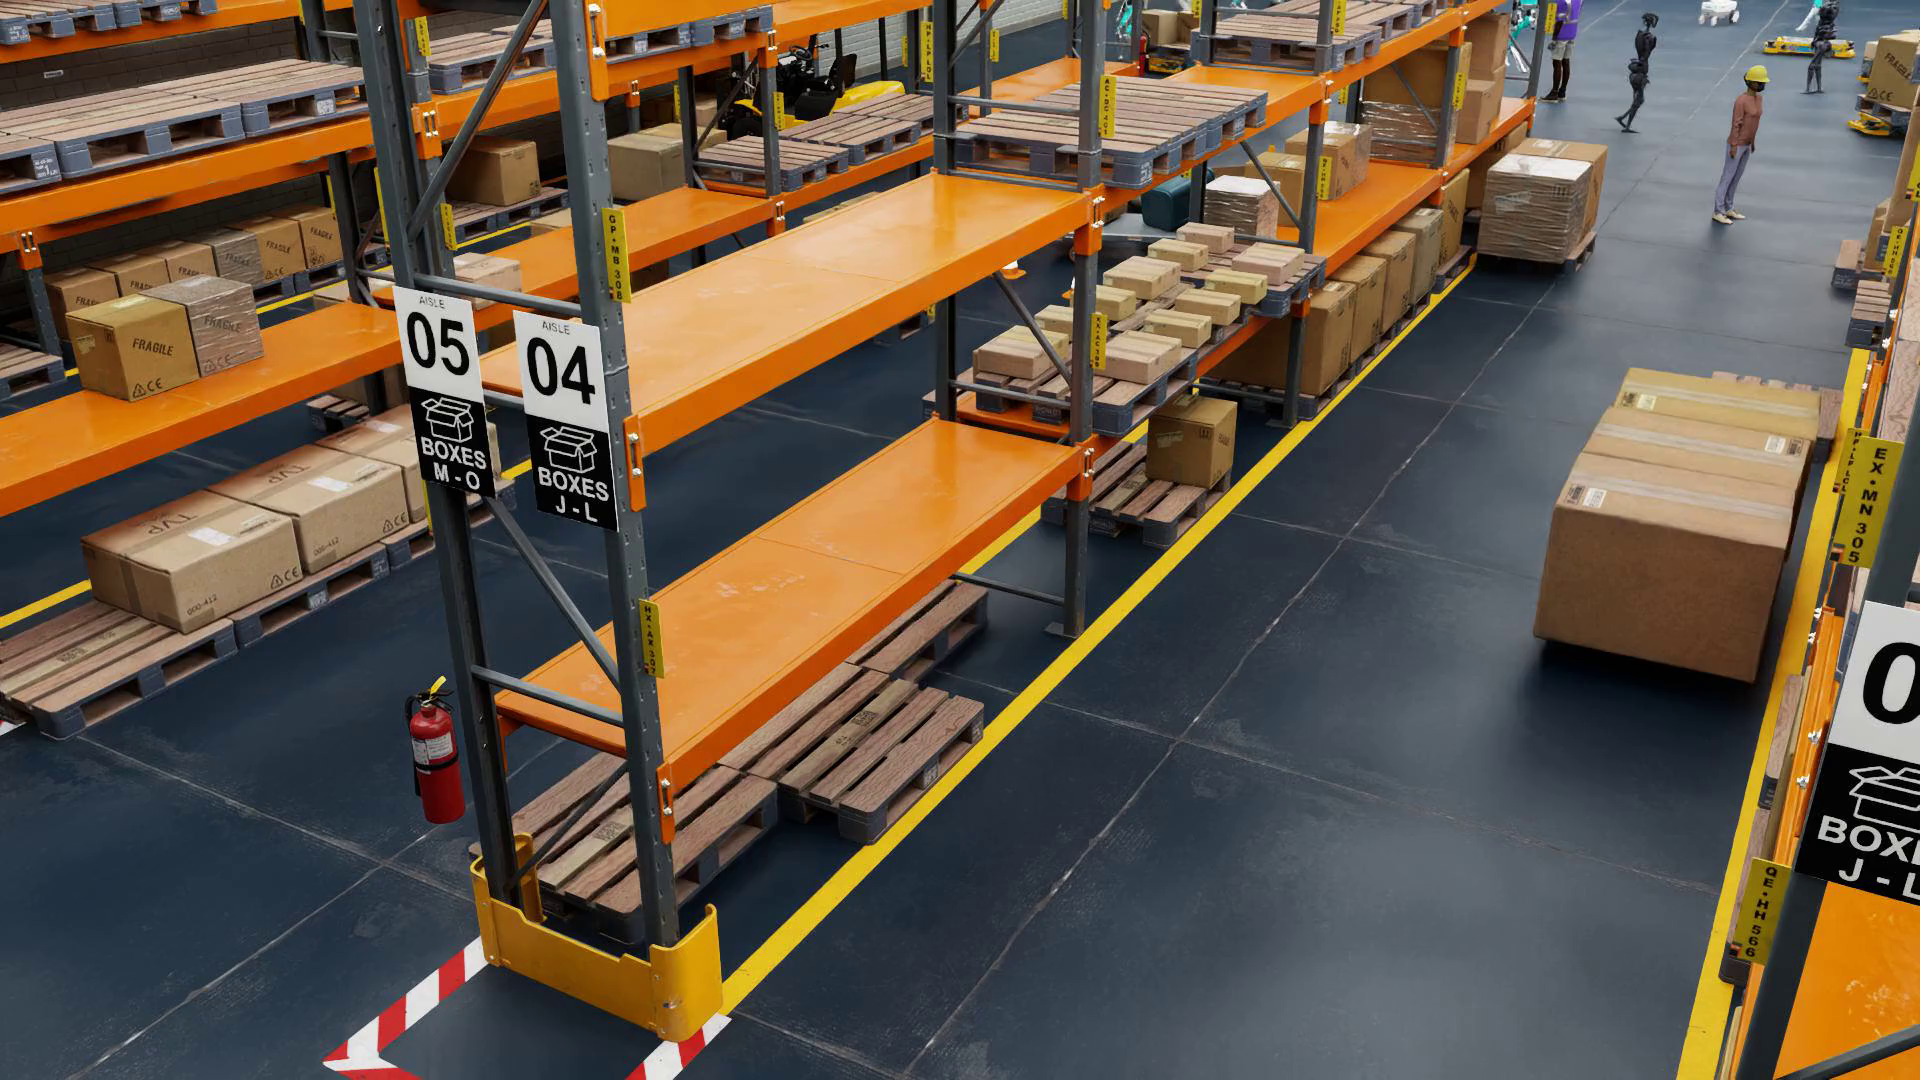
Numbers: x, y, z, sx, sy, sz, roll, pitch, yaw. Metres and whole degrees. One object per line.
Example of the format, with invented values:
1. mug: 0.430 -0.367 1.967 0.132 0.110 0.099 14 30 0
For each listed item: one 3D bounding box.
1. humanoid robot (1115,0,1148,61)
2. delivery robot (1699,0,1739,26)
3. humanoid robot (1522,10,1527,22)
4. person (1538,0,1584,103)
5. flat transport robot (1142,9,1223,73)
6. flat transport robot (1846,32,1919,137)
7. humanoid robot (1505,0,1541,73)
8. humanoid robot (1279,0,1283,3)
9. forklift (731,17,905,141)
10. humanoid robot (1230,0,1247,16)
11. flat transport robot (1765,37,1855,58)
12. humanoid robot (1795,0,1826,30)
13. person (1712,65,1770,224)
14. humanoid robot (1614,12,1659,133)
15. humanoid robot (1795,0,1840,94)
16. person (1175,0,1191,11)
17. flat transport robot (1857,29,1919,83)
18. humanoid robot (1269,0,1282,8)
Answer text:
1. humanoid robot: 2.904 -9.122 28.563 0.530 1.757 0.727 22 33 37
2. delivery robot: 14.873 -10.376 32.580 0.795 0.602 0.499 -16 30 -29
3. humanoid robot: 11.034 -10.741 32.045 0.610 1.646 0.464 20 32 35
4. person: 9.185 -7.680 25.346 0.600 1.966 0.369 -21 33 -37
5. flat transport robot: 3.706 -8.137 28.249 0.659 0.231 1.431 19 32 34
6. flat transport robot: 13.458 -5.891 23.583 1.431 0.231 0.659 0 26 0
7. humanoid robot: 9.347 -8.771 27.932 0.536 1.779 1.034 -8 27 -15
8. humanoid robot: 7.009 -12.011 34.636 0.933 1.771 0.544 -4 26 -9
9. forklift: -1.819 -5.975 21.543 2.313 2.155 1.214 14 29 26
10. humanoid robot: 5.493 -10.664 31.824 0.735 1.796 0.535 19 32 35
11. flat transport robot: 15.080 -8.745 29.513 1.431 0.231 0.659 11 28 21
12. humanoid robot: 16.269 -10.485 31.539 0.667 1.880 0.538 -2 26 -4
13. person: 8.945 -4.520 19.007 0.526 1.768 0.312 -21 33 -37
14. humanoid robot: 9.529 -6.573 23.371 0.389 1.642 0.598 5 26 11
15. humanoid robot: 13.423 -7.803 25.930 0.481 1.646 0.614 4 26 8
16. person: 4.364 -10.574 31.457 0.668 1.892 0.666 -12 28 -23
17. flat transport robot: 15.251 -7.354 26.623 0.659 0.231 1.431 -11 28 -22
18. humanoid robot: 4.601 -7.104 24.489 0.592 1.637 0.589 17 30 31
